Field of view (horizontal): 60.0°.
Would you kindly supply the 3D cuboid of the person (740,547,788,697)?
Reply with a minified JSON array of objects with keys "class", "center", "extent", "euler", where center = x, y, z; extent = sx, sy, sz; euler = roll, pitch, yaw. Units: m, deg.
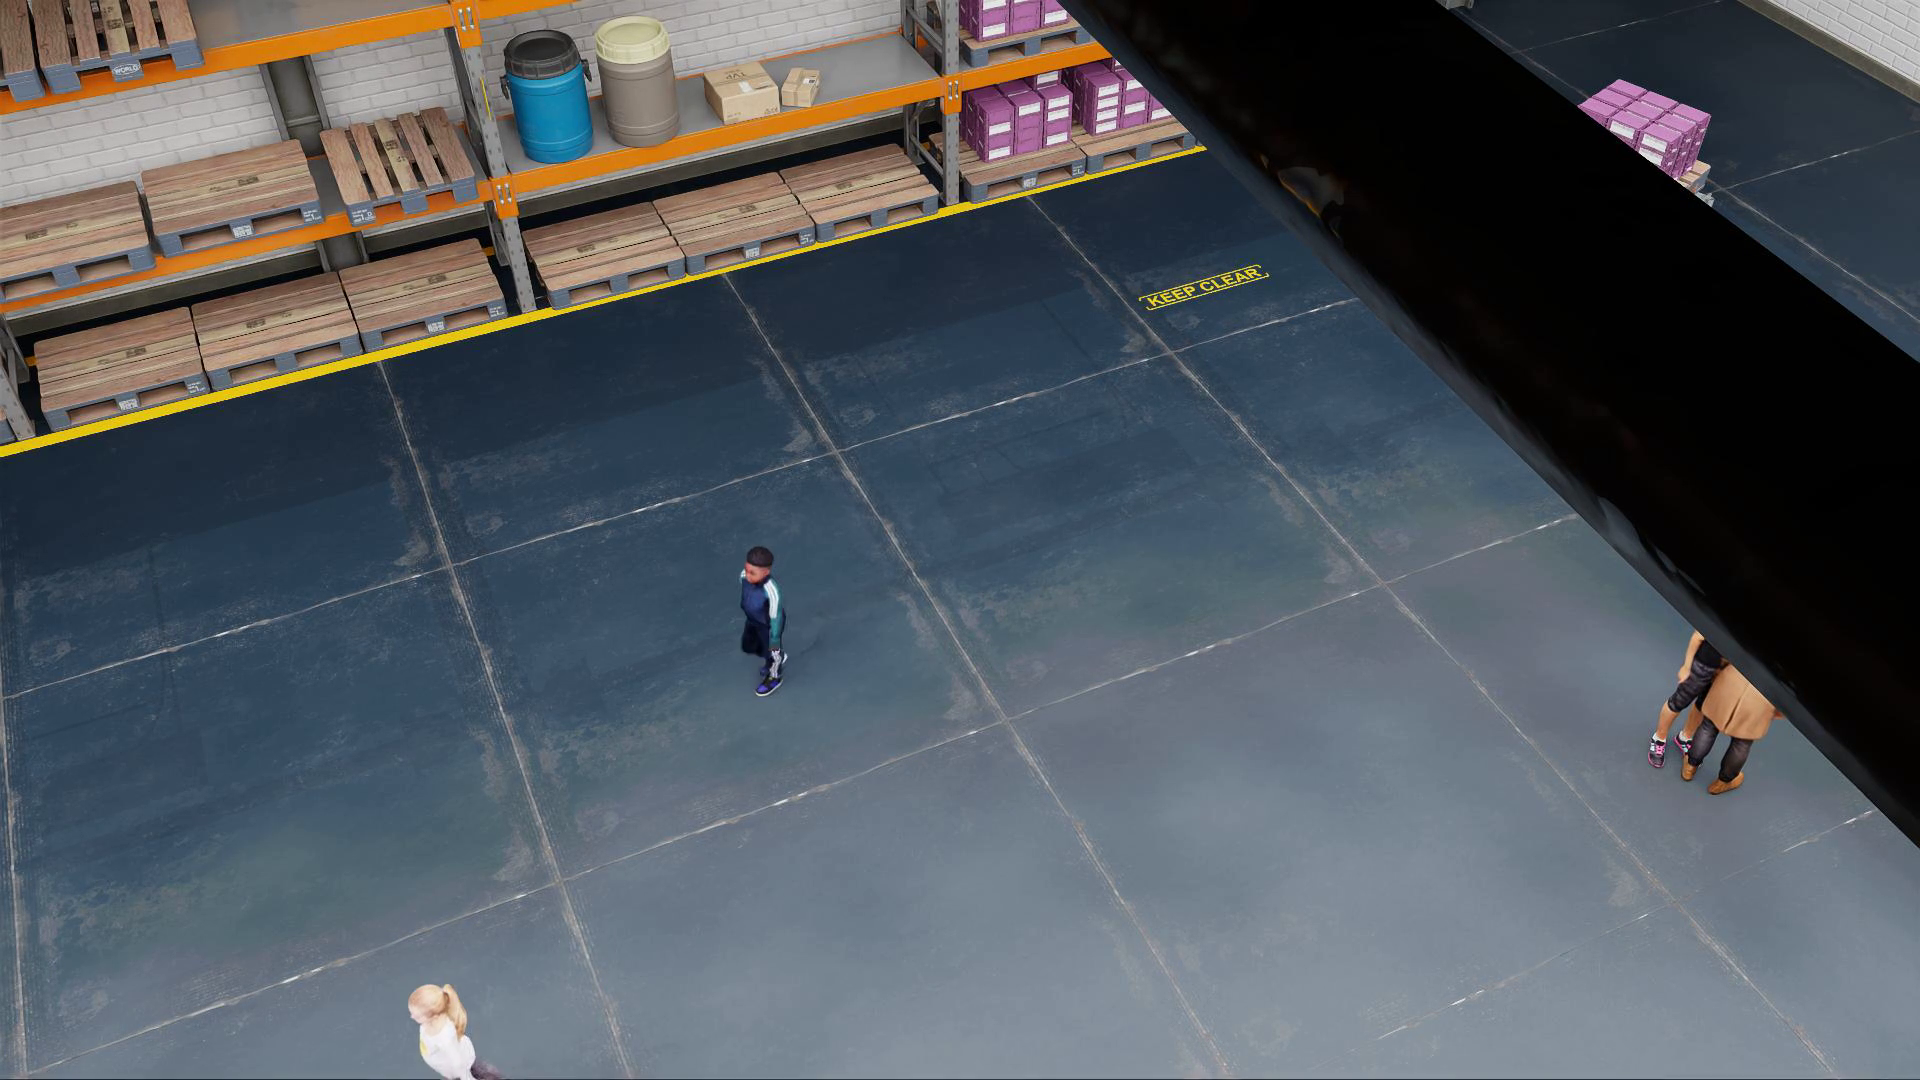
[{"class":"person","center":[-1.227,0.489,10.784],"extent":[0.596,1.252,0.631],"euler":[34,53,30]}]

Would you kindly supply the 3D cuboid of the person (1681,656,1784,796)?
[{"class":"person","center":[4.746,0.888,10.021],"extent":[0.736,1.726,0.733],"euler":[-34,53,-31]}]

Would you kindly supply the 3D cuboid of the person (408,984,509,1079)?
[{"class":"person","center":[-2.528,2.641,8.525],"extent":[0.873,1.251,0.497],"euler":[-18,46,-18]}]

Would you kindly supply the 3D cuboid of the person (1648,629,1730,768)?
[{"class":"person","center":[4.620,0.735,10.179],"extent":[0.618,1.729,0.717],"euler":[1,44,1]}]
